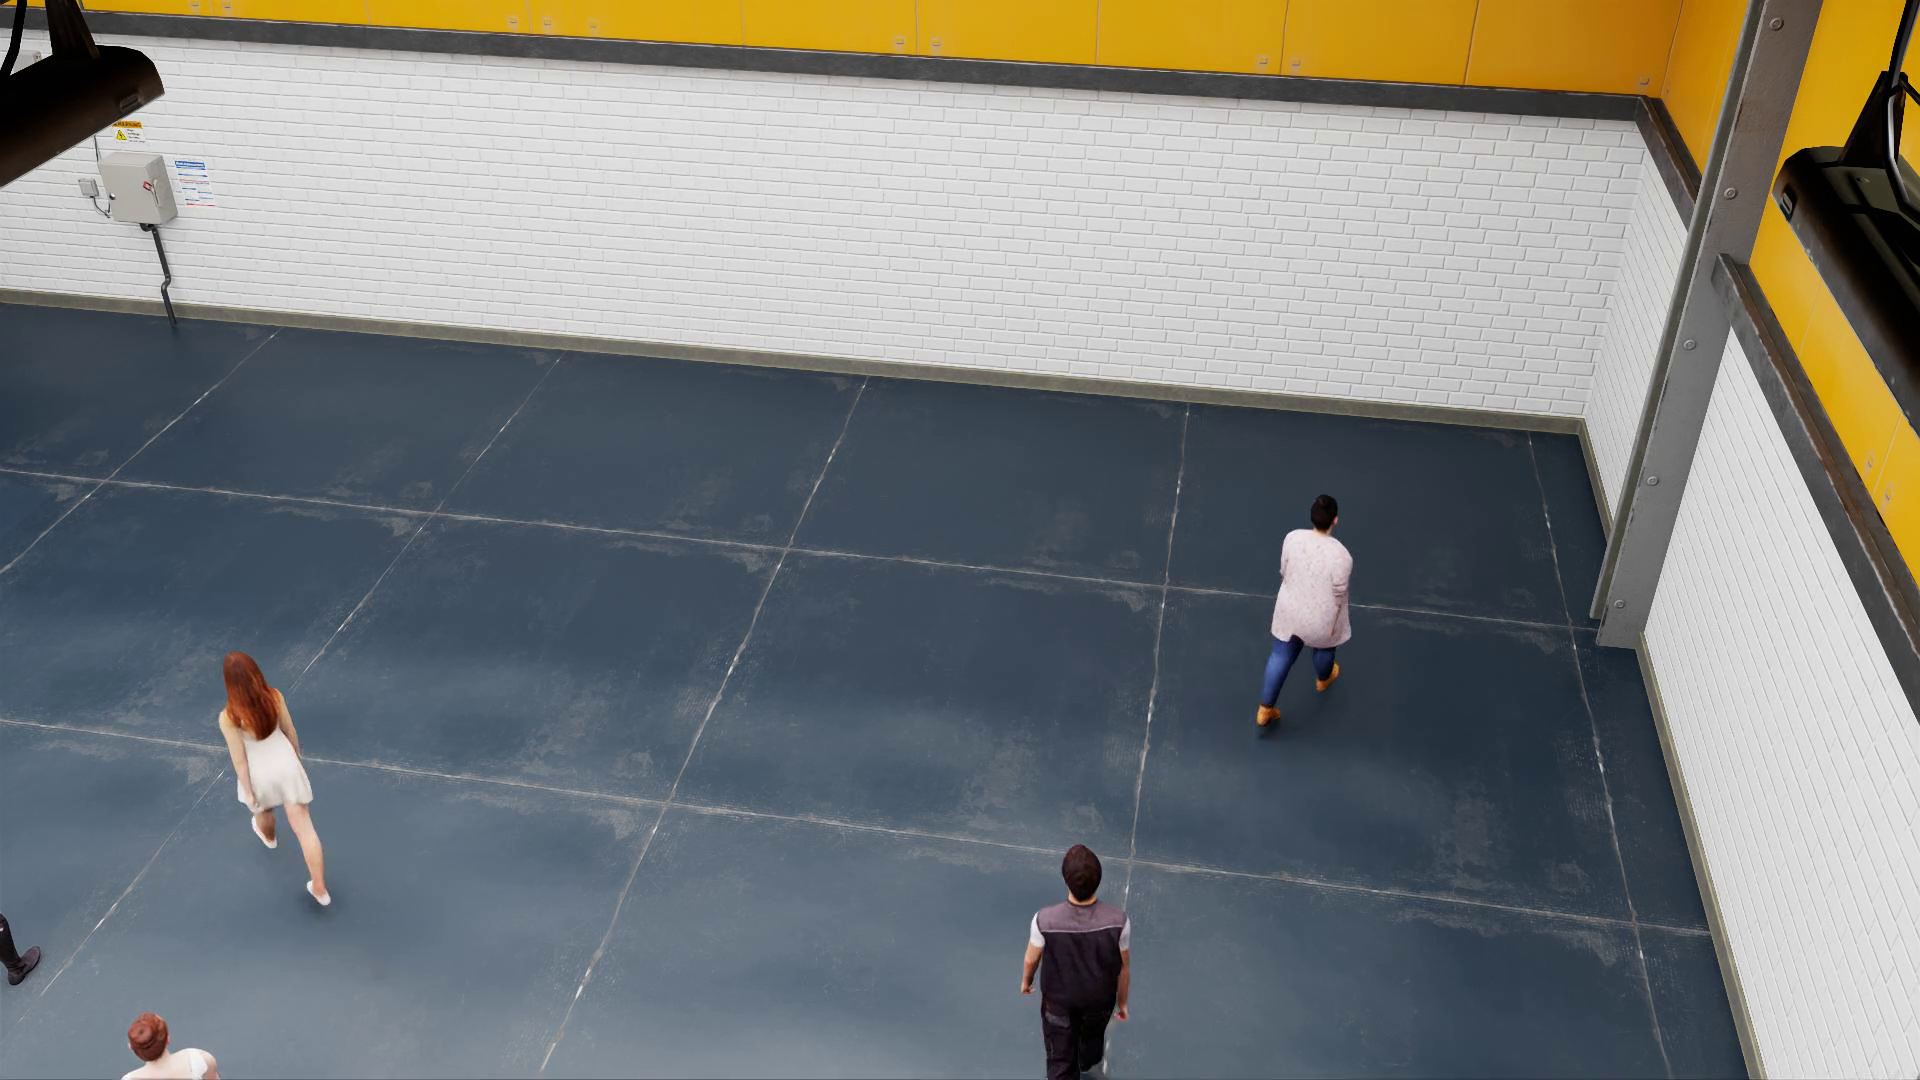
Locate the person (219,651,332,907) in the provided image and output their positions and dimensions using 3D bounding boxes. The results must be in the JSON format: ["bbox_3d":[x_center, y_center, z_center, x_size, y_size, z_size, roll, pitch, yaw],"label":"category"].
[{"bbox_3d":[-3.963,1.419,9.691,1.150,1.654,1.112,-27,42,-34],"label":"person"}]

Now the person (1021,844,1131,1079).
[{"bbox_3d":[0.581,2.302,8.207,0.808,1.827,1.055,0,34,0],"label":"person"}]

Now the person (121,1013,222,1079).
[{"bbox_3d":[-3.468,2.761,7.547,0.624,1.793,0.661,-17,37,-24],"label":"person"}]

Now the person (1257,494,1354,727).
[{"bbox_3d":[2.266,0.503,11.029,1.059,1.699,1.257,25,41,33],"label":"person"}]
